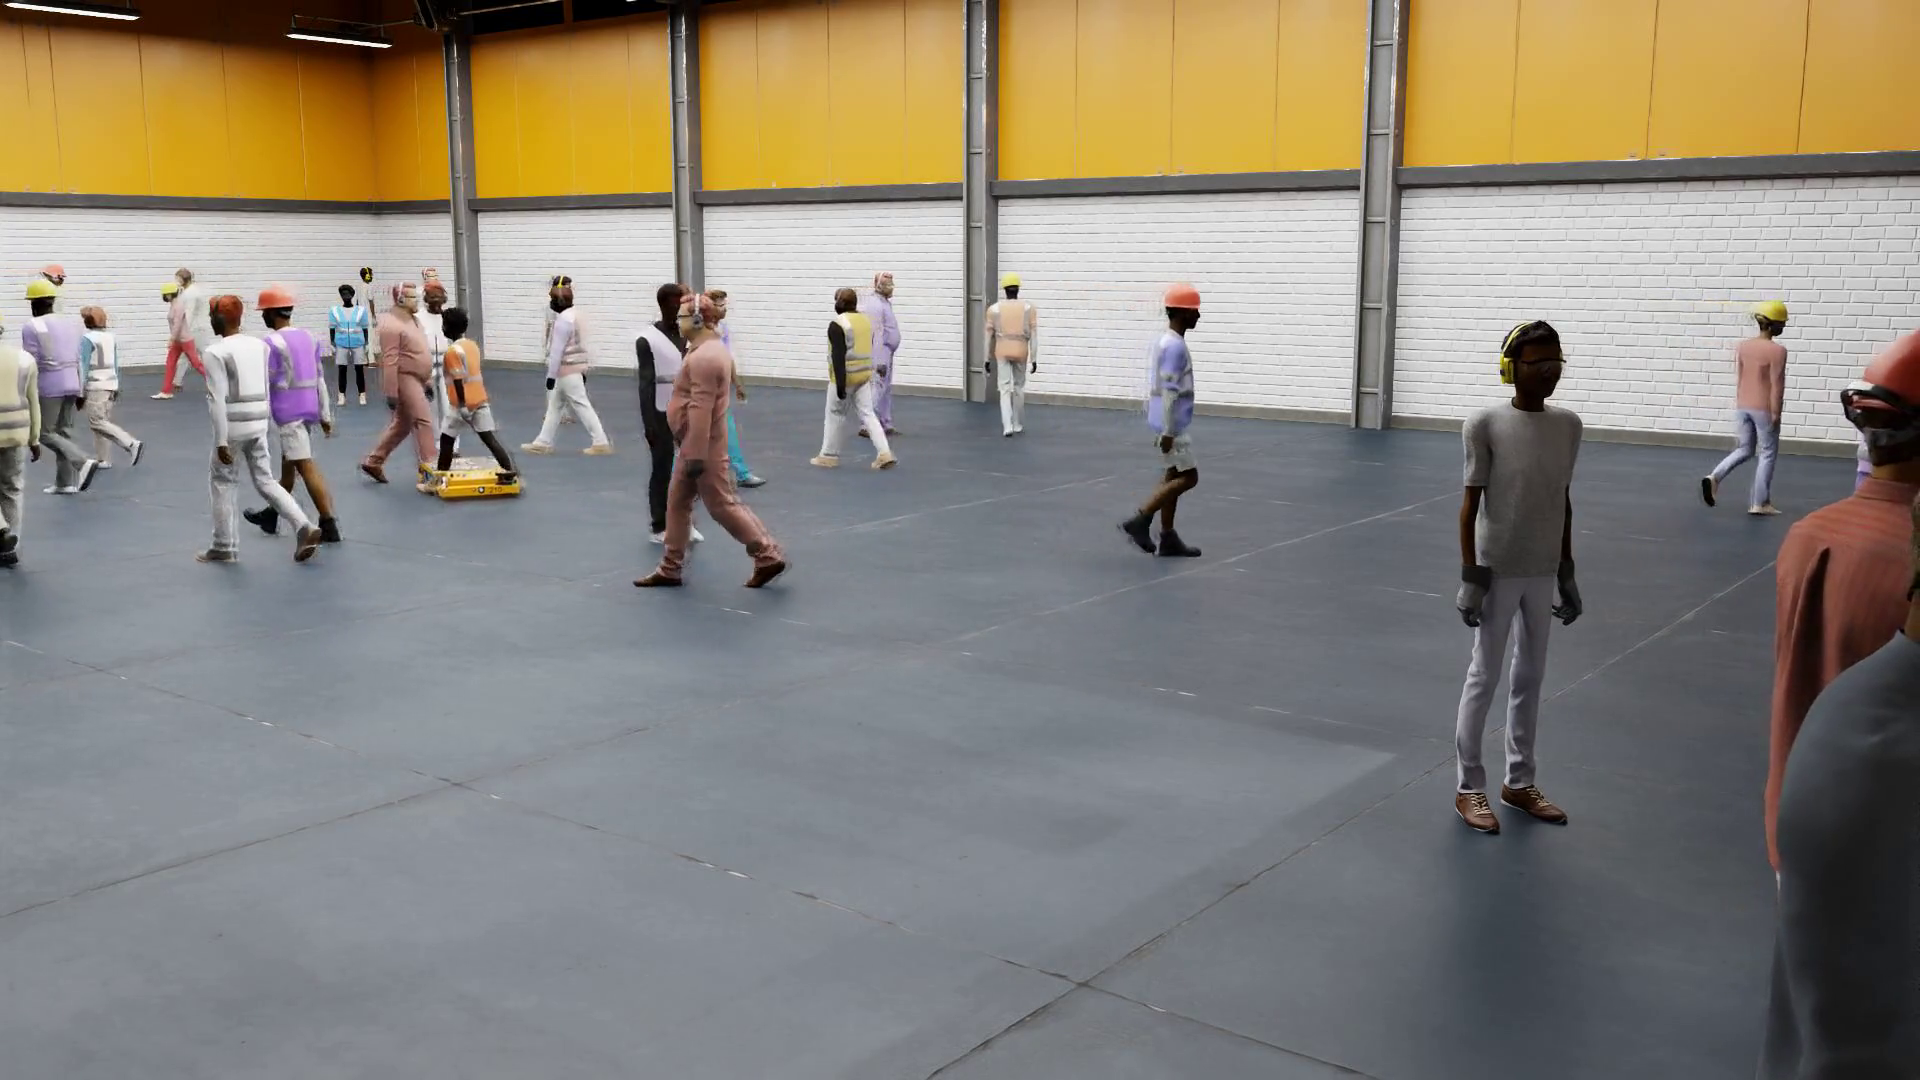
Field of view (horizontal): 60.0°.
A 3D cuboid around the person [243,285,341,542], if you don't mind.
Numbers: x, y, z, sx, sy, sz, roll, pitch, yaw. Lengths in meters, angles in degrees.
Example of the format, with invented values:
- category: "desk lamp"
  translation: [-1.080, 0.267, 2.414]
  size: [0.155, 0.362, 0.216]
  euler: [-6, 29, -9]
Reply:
- category: "person"
  translation: [-4.996, -0.928, 12.279]
  size: [0.998, 1.878, 0.552]
  euler: [3, 10, 17]

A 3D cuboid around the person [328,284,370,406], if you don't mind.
- category: "person"
  translation: [-8.490, -2.703, 23.140]
  size: [0.540, 1.694, 0.317]
  euler: [-3, 10, -17]

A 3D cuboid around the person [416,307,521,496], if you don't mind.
- category: "person"
  translation: [-4.291, -1.198, 14.507]
  size: [0.898, 1.652, 0.531]
  euler: [2, 10, 12]

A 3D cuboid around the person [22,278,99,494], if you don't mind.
- category: "person"
  translation: [-7.838, -1.322, 14.514]
  size: [0.619, 1.909, 0.587]
  euler: [3, 10, 15]

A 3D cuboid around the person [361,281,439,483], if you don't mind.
- category: "person"
  translation: [-5.081, -1.420, 15.187]
  size: [0.933, 1.876, 0.651]
  euler: [0, 10, -1]

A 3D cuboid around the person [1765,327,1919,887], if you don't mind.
- category: "person"
  translation: [1.738, 0.592, 3.148]
  size: [0.410, 1.988, 0.639]
  euler: [0, 10, 1]

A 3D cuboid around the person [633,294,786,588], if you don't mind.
- category: "person"
  translation: [-1.574, -0.610, 10.459]
  size: [0.936, 1.870, 0.651]
  euler: [-1, 10, -8]

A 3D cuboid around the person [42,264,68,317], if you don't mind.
- category: "person"
  translation: [-13.069, -2.999, 24.066]
  size: [0.455, 1.974, 0.632]
  euler: [-7, 12, -35]

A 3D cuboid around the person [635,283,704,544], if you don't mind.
- category: "person"
  translation: [-2.065, -0.894, 11.999]
  size: [0.513, 1.897, 0.623]
  euler: [7, 12, 34]

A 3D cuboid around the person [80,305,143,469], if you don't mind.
- category: "person"
  translation: [-8.339, -1.481, 16.243]
  size: [0.612, 1.619, 0.523]
  euler: [0, 10, 0]

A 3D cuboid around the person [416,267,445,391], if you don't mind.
- category: "person"
  translation: [-8.176, -3.262, 25.789]
  size: [0.409, 1.908, 0.643]
  euler: [2, 10, 12]

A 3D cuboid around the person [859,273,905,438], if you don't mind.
- category: "person"
  translation: [-0.928, -2.117, 19.247]
  size: [0.580, 1.922, 0.681]
  euler: [1, 10, 4]

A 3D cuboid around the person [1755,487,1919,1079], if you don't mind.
- category: "person"
  translation: [1.144, 0.812, 1.993]
  size: [0.372, 1.934, 0.627]
  euler: [8, 13, 39]

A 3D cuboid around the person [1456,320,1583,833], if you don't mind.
- category: "person"
  translation: [2.064, 0.134, 6.123]
  size: [0.513, 1.872, 0.328]
  euler: [-3, 10, -19]

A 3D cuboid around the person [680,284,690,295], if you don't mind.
- category: "person"
  translation: [-4.410, -3.276, 26.663]
  size: [0.497, 1.632, 0.289]
  euler: [1, 10, 4]

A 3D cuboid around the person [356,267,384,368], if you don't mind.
- category: "person"
  translation: [-11.066, -4.150, 31.075]
  size: [0.520, 1.868, 0.335]
  euler: [8, 13, 40]

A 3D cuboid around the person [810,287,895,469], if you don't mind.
- category: "person"
  translation: [-1.040, -1.588, 16.379]
  size: [0.950, 1.800, 0.639]
  euler: [7, 12, 35]

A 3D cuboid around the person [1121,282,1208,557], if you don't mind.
- category: "person"
  translation: [1.451, -0.816, 11.515]
  size: [0.490, 1.923, 0.543]
  euler: [0, 10, 1]

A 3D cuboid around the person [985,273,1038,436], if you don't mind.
- category: "person"
  translation: [0.598, -2.162, 19.425]
  size: [0.605, 1.896, 0.816]
  euler: [0, 10, -1]

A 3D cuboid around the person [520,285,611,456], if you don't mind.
- category: "person"
  translation: [-4.129, -1.761, 17.397]
  size: [0.980, 1.791, 0.648]
  euler: [0, 10, -2]

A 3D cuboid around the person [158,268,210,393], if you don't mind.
- category: "person"
  translation: [-11.755, -3.169, 25.287]
  size: [1.002, 1.882, 0.689]
  euler: [-5, 11, -25]

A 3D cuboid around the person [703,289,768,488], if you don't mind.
- category: "person"
  translation: [-2.235, -1.375, 15.122]
  size: [0.962, 1.800, 0.590]
  euler: [2, 10, 12]

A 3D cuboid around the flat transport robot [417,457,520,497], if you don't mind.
- category: "flat transport robot"
  translation: [-4.437, -0.583, 14.946]
  size: [0.652, 0.197, 1.431]
  euler: [-5, 11, -26]

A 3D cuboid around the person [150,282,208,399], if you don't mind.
- category: "person"
  translation: [-11.361, -2.919, 24.372]
  size: [0.963, 1.707, 0.504]
  euler: [-9, 13, -43]

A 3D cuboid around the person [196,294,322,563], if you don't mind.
- category: "person"
  translation: [-4.809, -0.736, 11.257]
  size: [0.858, 1.856, 0.578]
  euler: [4, 11, 22]

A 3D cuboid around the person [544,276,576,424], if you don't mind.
- category: "person"
  translation: [-4.944, -2.359, 20.709]
  size: [0.563, 1.843, 0.554]
  euler: [0, 10, 2]

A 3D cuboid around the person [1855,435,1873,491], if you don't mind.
- category: "person"
  translation: [3.737, 0.018, 6.363]
  size: [0.635, 2.014, 0.666]
  euler: [4, 11, 22]

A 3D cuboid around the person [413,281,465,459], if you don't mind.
- category: "person"
  translation: [-5.266, -1.675, 16.756]
  size: [0.579, 1.828, 0.984]
  euler: [-3, 10, -18]

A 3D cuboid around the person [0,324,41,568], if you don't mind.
- category: "person"
  translation: [-6.377, -0.679, 11.015]
  size: [0.585, 1.816, 0.598]
  euler: [8, 13, 41]

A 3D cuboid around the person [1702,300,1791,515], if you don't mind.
- category: "person"
  translation: [6.375, -1.056, 13.408]
  size: [0.599, 1.750, 0.533]
  euler: [-3, 10, -15]
